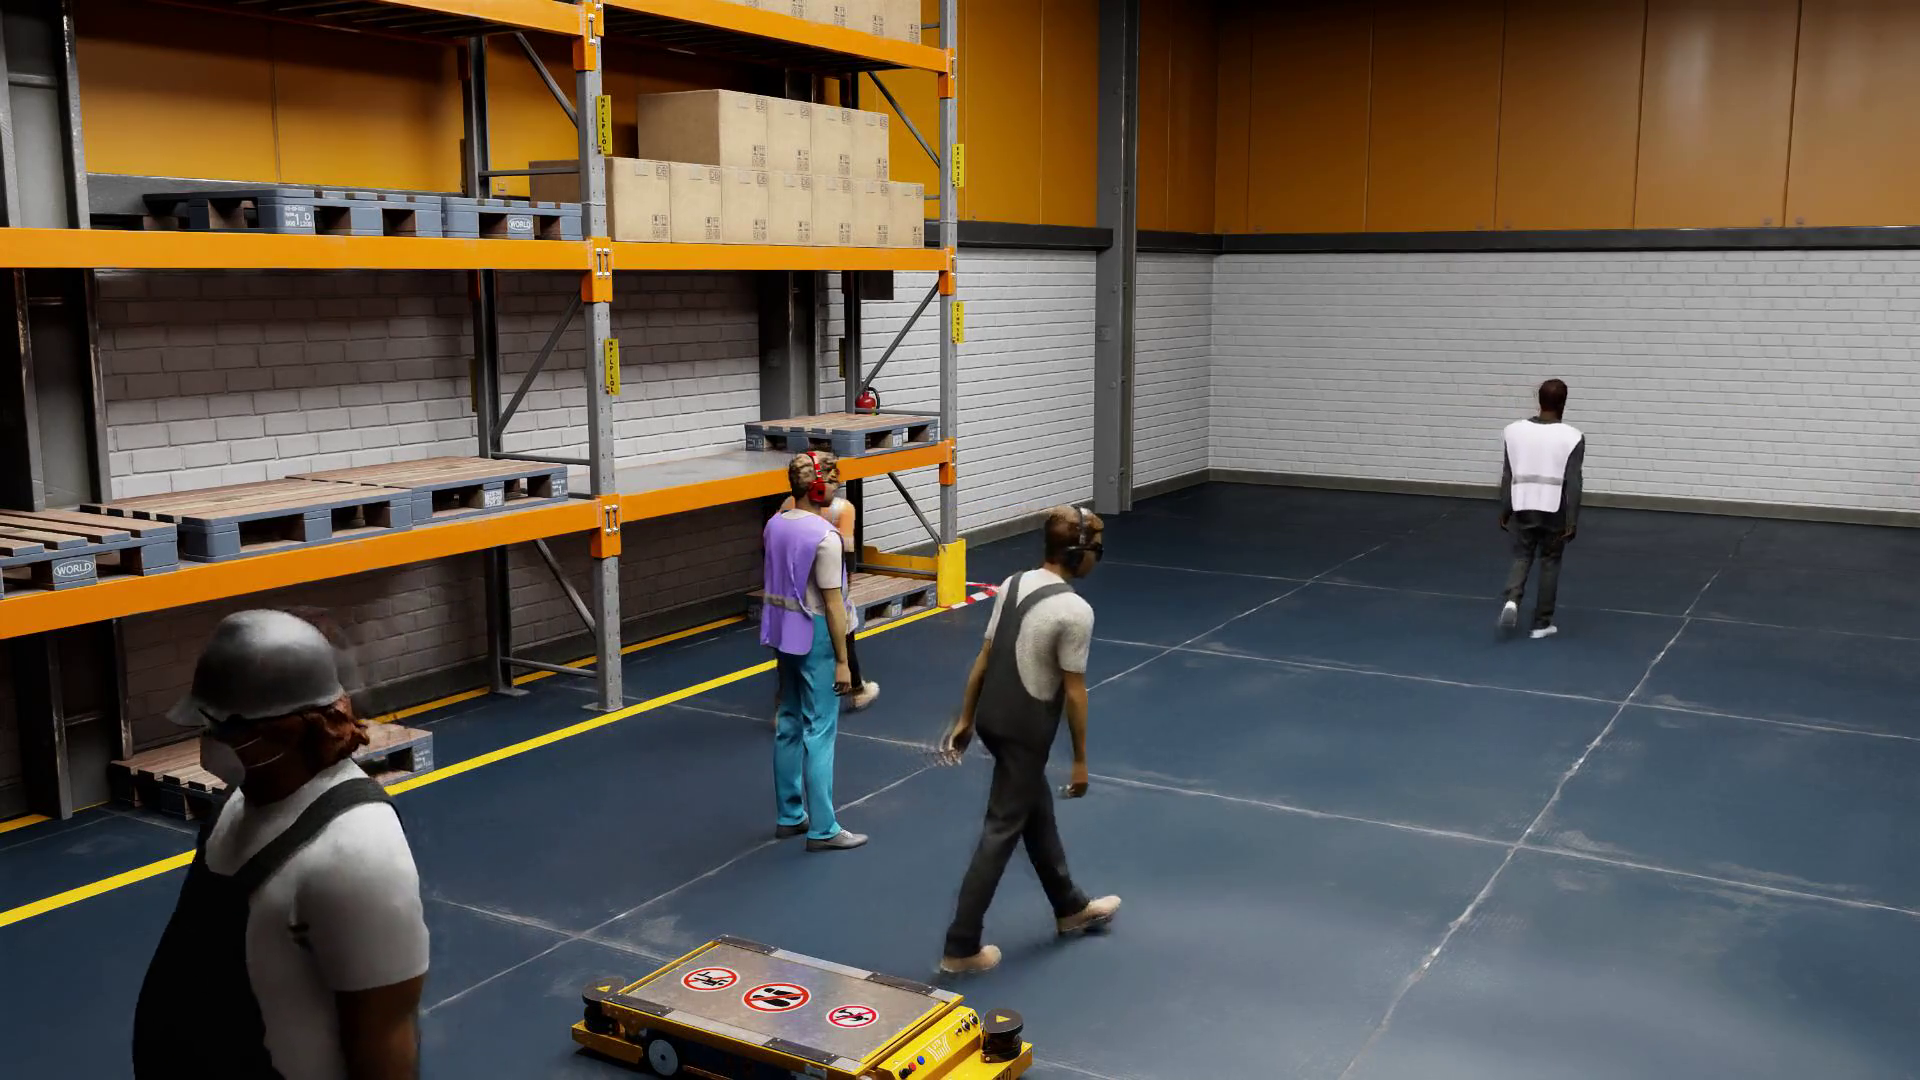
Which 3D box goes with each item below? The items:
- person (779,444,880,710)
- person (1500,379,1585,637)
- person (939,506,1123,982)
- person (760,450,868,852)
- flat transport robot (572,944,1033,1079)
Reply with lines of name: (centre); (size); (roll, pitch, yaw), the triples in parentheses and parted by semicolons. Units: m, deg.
person: (-0.808, 0.259, 9.805); (0.551, 1.644, 0.861); (5, 10, 29)
person: (4.175, -0.214, 12.001); (0.607, 1.895, 0.538); (7, 12, 38)
person: (0.294, 0.754, 6.356); (0.961, 1.769, 0.550); (-5, 10, -29)
person: (-0.702, 0.510, 7.643); (0.389, 1.846, 0.565); (-7, 12, -38)
flat transport robot: (-0.539, 1.630, 5.552); (1.431, 0.197, 0.652); (5, 11, 30)
